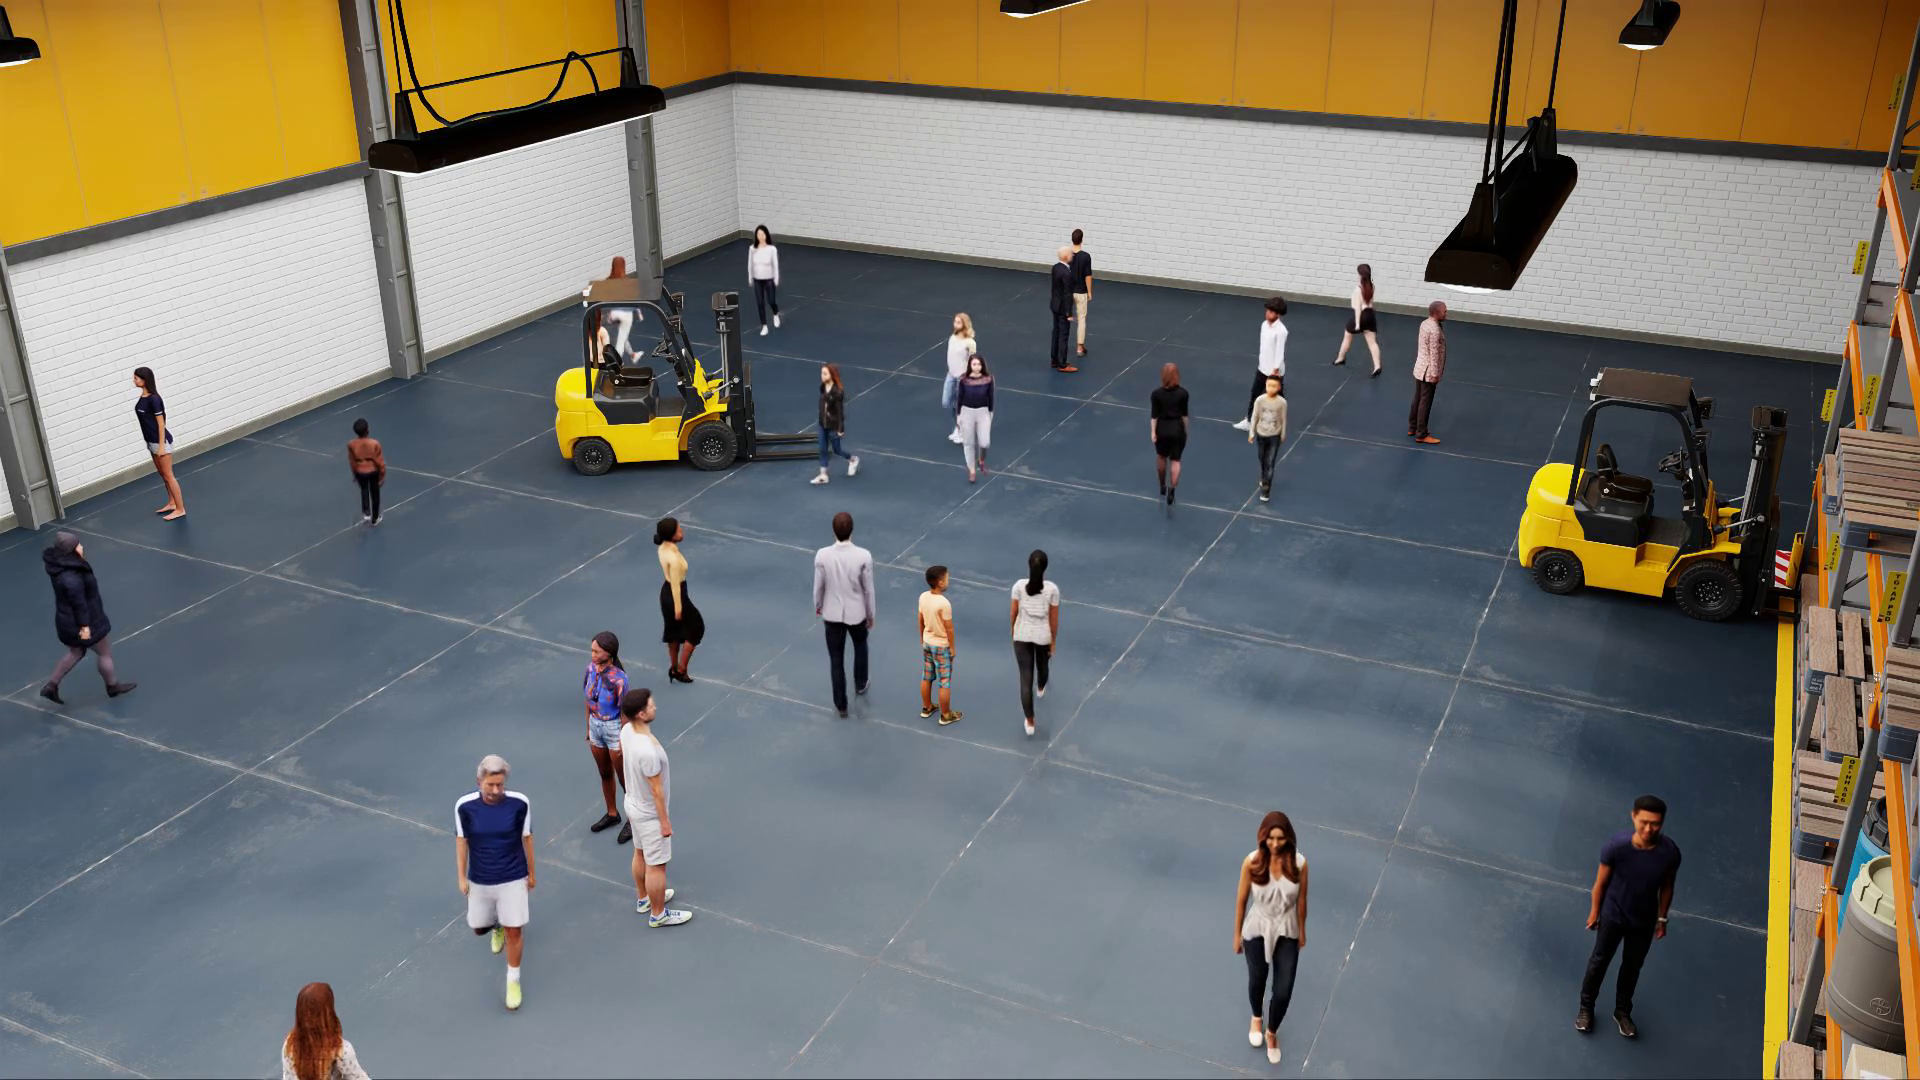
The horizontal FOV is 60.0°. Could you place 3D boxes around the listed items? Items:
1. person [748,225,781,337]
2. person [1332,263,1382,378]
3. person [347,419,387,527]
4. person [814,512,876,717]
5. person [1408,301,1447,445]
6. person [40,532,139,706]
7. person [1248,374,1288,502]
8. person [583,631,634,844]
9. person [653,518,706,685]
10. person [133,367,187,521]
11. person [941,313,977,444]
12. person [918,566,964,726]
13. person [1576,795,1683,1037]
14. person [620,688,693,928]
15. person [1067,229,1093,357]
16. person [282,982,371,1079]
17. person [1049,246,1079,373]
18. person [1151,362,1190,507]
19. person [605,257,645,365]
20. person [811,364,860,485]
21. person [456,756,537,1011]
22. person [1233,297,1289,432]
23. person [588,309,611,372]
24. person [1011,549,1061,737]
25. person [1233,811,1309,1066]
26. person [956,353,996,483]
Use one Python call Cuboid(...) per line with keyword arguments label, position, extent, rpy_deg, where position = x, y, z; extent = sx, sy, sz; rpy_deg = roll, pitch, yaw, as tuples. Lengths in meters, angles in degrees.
Cuboid(label="person", position=(-2.977, -3.997, 25.464), extent=(0.729, 1.691, 0.814), rpy_deg=(3, 24, 8))
Cuboid(label="person", position=(5.723, -3.029, 23.376), extent=(1.143, 1.591, 1.016), rpy_deg=(-15, 28, -31))
Cuboid(label="person", position=(-6.629, -0.737, 18.564), extent=(0.625, 1.246, 0.663), rpy_deg=(-3, 24, -6))
Cuboid(label="person", position=(-1.008, 0.687, 14.586), extent=(0.928, 1.823, 1.042), rpy_deg=(-3, 24, -6))
Cuboid(label="person", position=(5.926, -2.121, 21.098), extent=(0.830, 1.751, 0.700), rpy_deg=(-1, 24, -2))
Cuboid(label="person", position=(-7.876, 0.720, 14.718), extent=(1.100, 1.655, 0.874), rpy_deg=(-22, 32, -40))
Cuboid(label="person", position=(3.628, -1.252, 19.504), extent=(0.624, 1.436, 1.012), rpy_deg=(8, 25, 18))
Cuboid(label="person", position=(-2.694, 1.499, 12.828), extent=(0.617, 1.743, 0.553), rpy_deg=(15, 28, 30))
Cuboid(label="person", position=(-2.639, 0.579, 15.052), extent=(0.760, 1.646, 0.712), rpy_deg=(-13, 27, -27))
Cuboid(label="person", position=(-9.033, -1.105, 18.755), extent=(0.662, 1.765, 0.663), rpy_deg=(-18, 29, -35))
Cuboid(label="person", position=(0.079, -2.051, 20.985), extent=(0.741, 1.713, 0.726), rpy_deg=(-21, 31, -39))
Cuboid(label="person", position=(-0.201, 0.908, 14.532), extent=(0.575, 1.461, 0.558), rpy_deg=(19, 30, 36))
Cuboid(label="person", position=(4.309, 2.400, 10.705), extent=(0.683, 1.792, 0.595), rpy_deg=(5, 24, 11))
Cuboid(label="person", position=(-2.222, 1.889, 11.798), extent=(0.778, 1.853, 0.767), rpy_deg=(-14, 27, -28))
Cuboid(label="person", position=(1.700, -3.641, 24.452), extent=(0.653, 1.850, 0.572), rpy_deg=(9, 25, 19))
Cuboid(label="person", position=(-3.467, 3.205, 8.990), extent=(0.634, 1.690, 1.127), rpy_deg=(8, 25, 17))
Cuboid(label="person", position=(1.460, -3.313, 23.765), extent=(0.815, 1.799, 0.749), rpy_deg=(-8, 25, -17))
Cuboid(label="person", position=(2.409, -1.170, 19.016), extent=(0.787, 1.677, 1.077), rpy_deg=(3, 24, 6))
Cuboid(label="person", position=(-4.832, -3.112, 23.477), extent=(0.665, 1.662, 1.045), rpy_deg=(13, 27, 27))
Cuboid(label="person", position=(-1.488, -1.395, 19.795), extent=(0.979, 1.465, 0.765), rpy_deg=(-21, 32, -40))
Cuboid(label="person", position=(-3.073, 2.209, 11.115), extent=(0.986, 1.814, 1.099), rpy_deg=(-3, 24, -6))
Cuboid(label="person", position=(4.063, -2.239, 21.334), extent=(1.091, 1.779, 0.993), rpy_deg=(-11, 26, -24))
Cuboid(label="person", position=(-4.775, -2.383, 22.032), extent=(0.581, 1.484, 0.533), rpy_deg=(13, 27, 28))
Cuboid(label="person", position=(0.631, 0.916, 14.361), extent=(0.887, 1.582, 1.198), rpy_deg=(0, 24, 1))
Cuboid(label="person", position=(1.976, 2.454, 10.610), extent=(0.716, 1.770, 0.758), rpy_deg=(3, 24, 6))
Cuboid(label="person", position=(0.170, -1.478, 19.816), extent=(0.708, 1.600, 0.726), rpy_deg=(0, 24, -1))
